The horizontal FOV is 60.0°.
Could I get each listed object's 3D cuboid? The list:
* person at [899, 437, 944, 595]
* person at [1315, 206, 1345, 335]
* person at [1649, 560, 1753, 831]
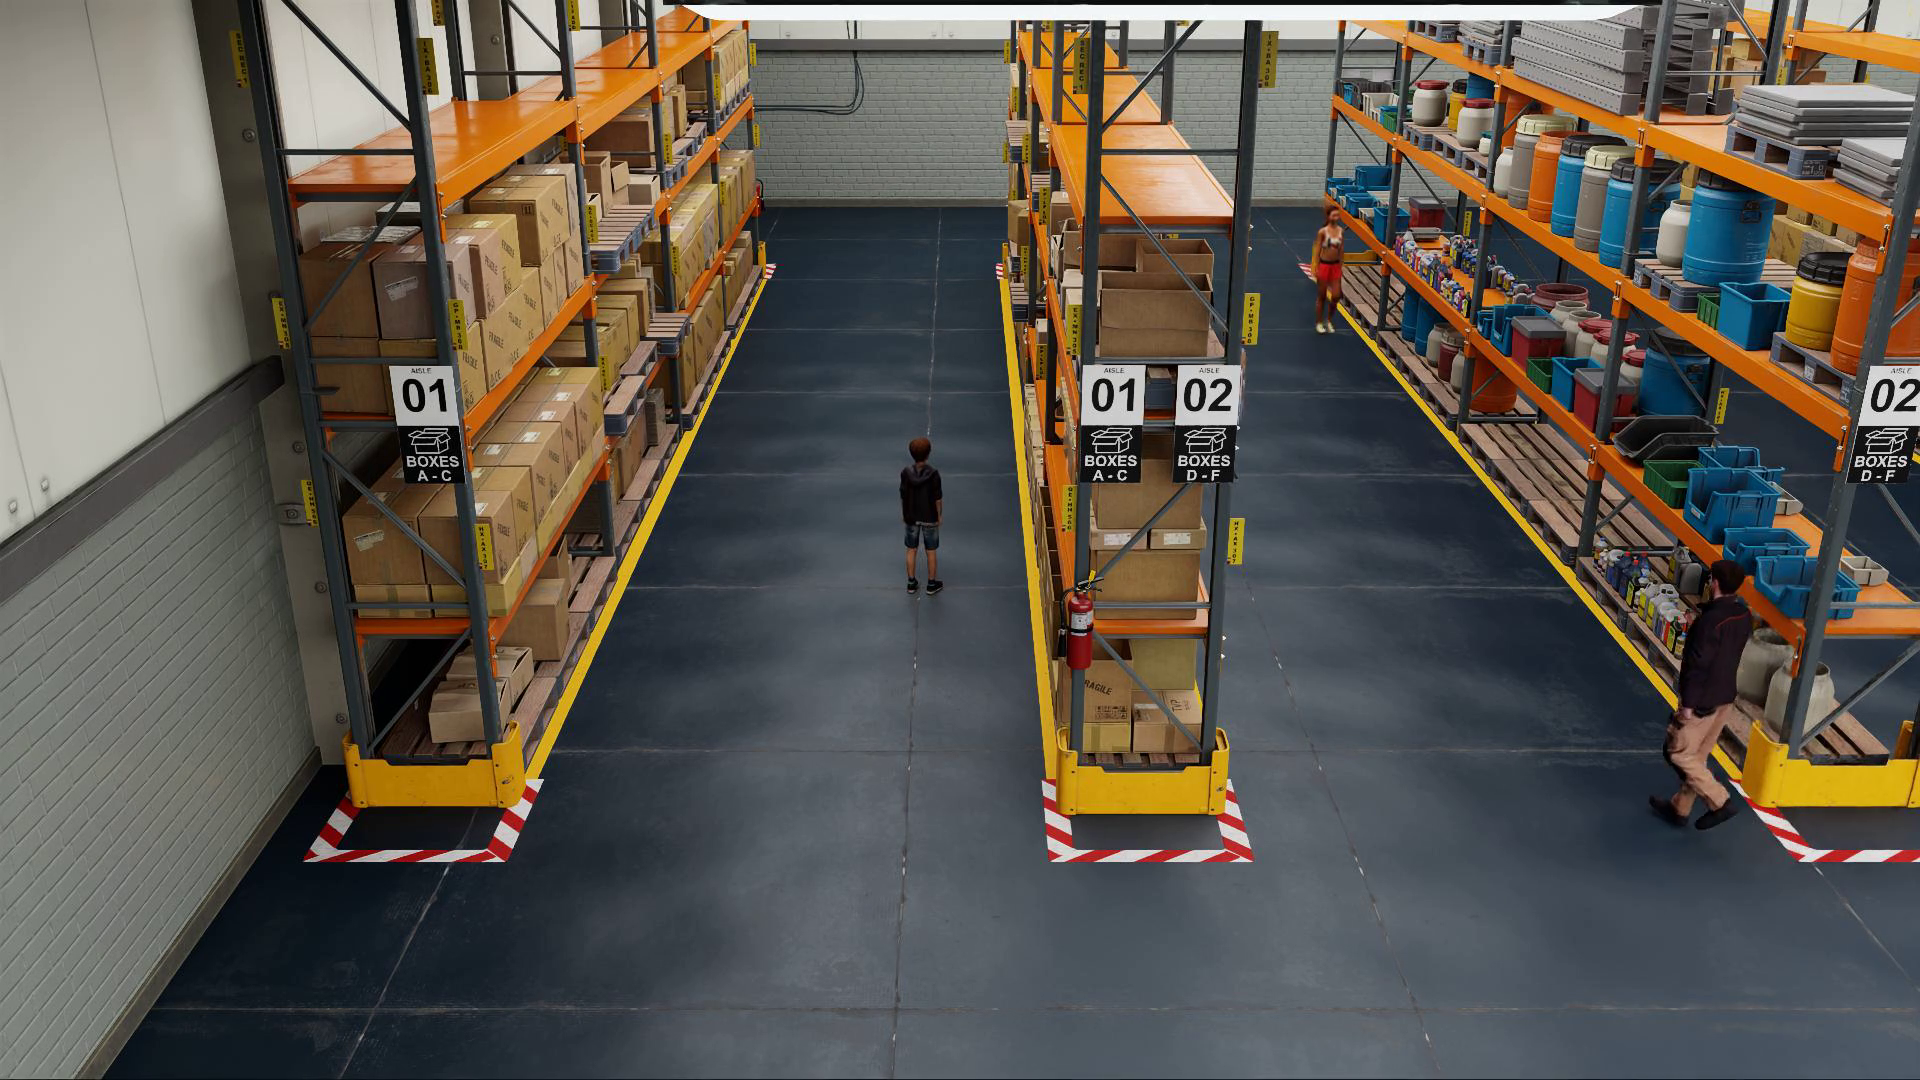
[{"bbox_3d":[-0.347,-0.222,14.826,0.582,1.446,0.568,5,23,12],"label":"person"},{"bbox_3d":[5.058,-3.748,23.011,0.665,1.777,0.688,-4,23,-10],"label":"person"},{"bbox_3d":[5.027,1.084,11.033,0.955,1.901,1.044,-16,27,-34],"label":"person"}]
